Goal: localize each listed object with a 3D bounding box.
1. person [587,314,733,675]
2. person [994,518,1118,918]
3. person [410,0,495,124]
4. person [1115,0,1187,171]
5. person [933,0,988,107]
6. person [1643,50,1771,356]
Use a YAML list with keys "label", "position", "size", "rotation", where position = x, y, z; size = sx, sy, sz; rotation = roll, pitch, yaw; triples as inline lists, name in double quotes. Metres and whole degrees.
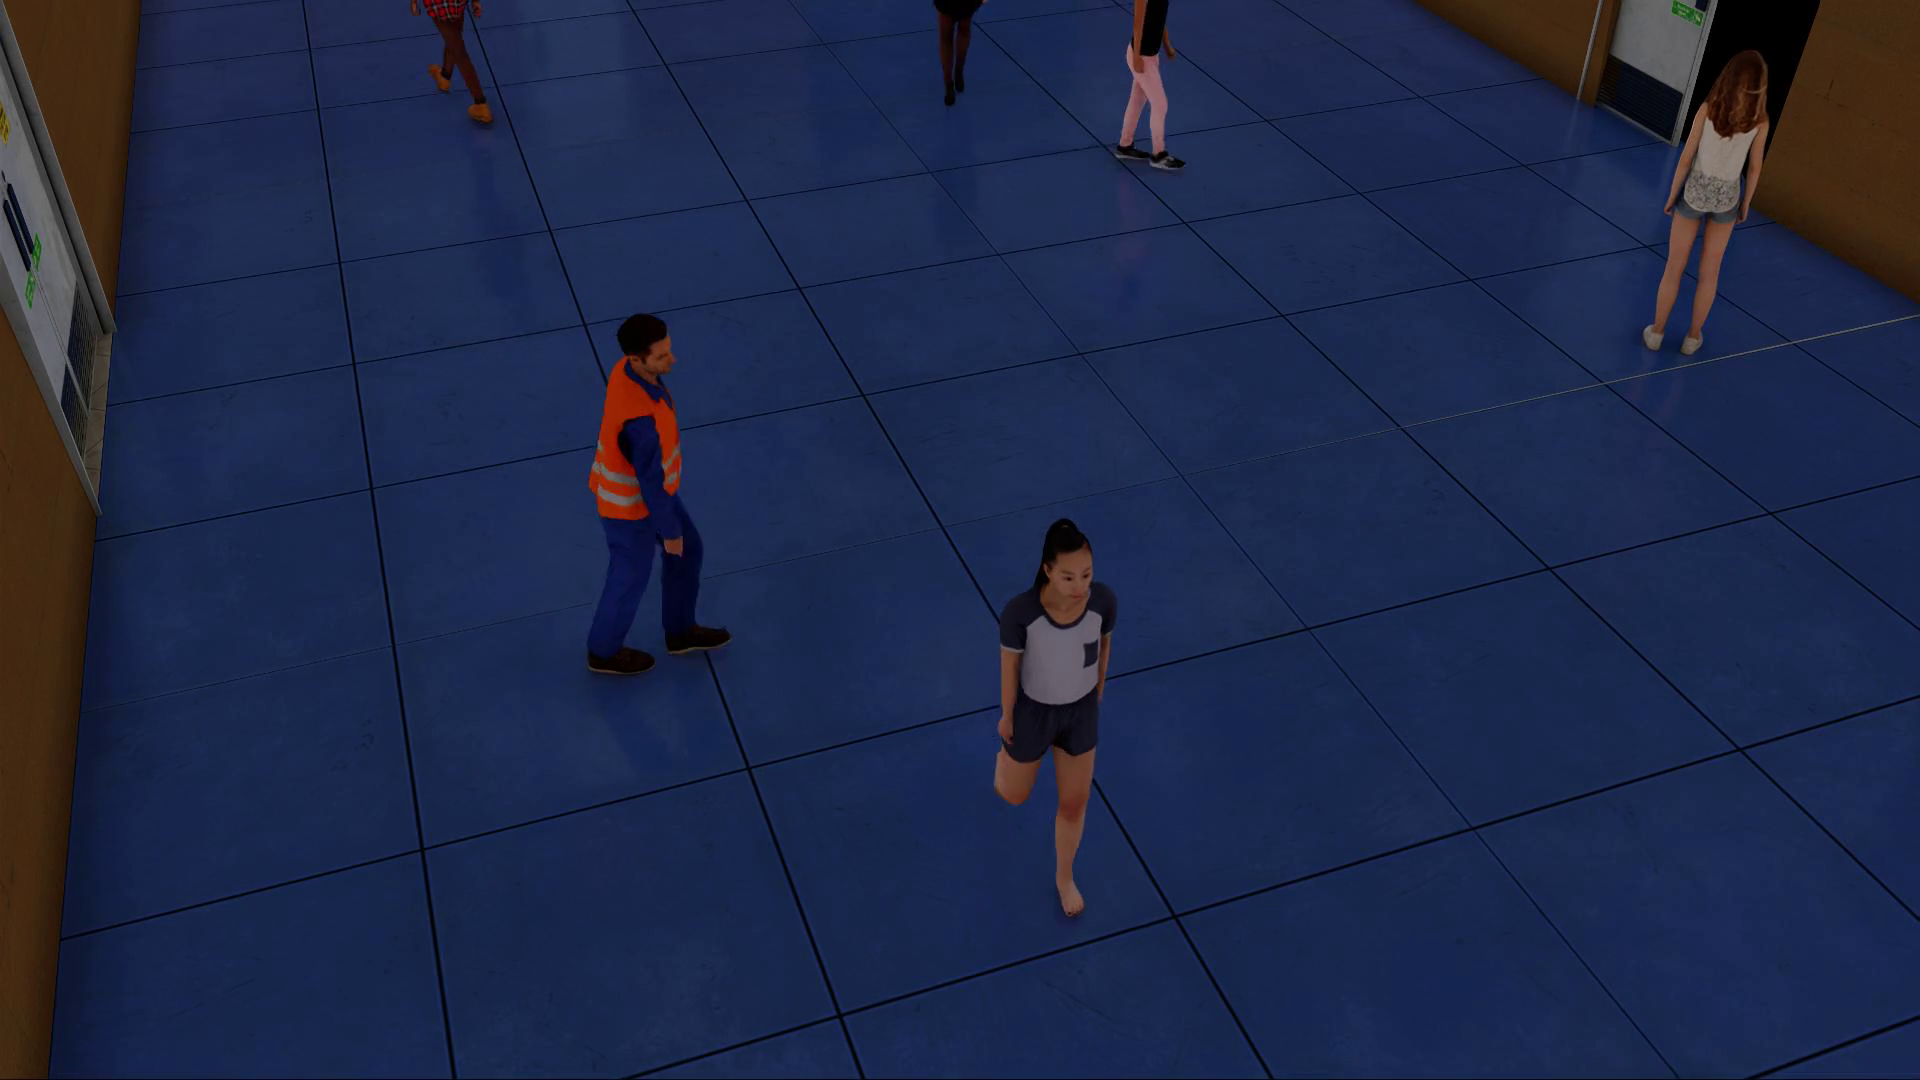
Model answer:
- label: "person"
  position: [-1.417, -0.146, 6.955]
  size: [0.958, 1.805, 0.828]
  rotation: [-8, 38, -10]
- label: "person"
  position: [0.300, 0.600, 6.107]
  size: [0.903, 1.631, 0.740]
  rotation: [-8, 38, -11]
- label: "person"
  position: [-3.638, -3.829, 11.966]
  size: [1.033, 1.681, 1.183]
  rotation: [29, 46, 33]
- label: "person"
  position: [1.211, -3.326, 11.403]
  size: [0.861, 1.552, 0.789]
  rotation: [13, 39, 17]
- label: "person"
  position: [-0.012, -4.155, 12.384]
  size: [0.853, 1.684, 0.805]
  rotation: [-2, 37, -3]
- label: "person"
  position: [4.172, -1.858, 9.277]
  size: [0.637, 1.756, 0.715]
  rotation: [12, 39, 16]
